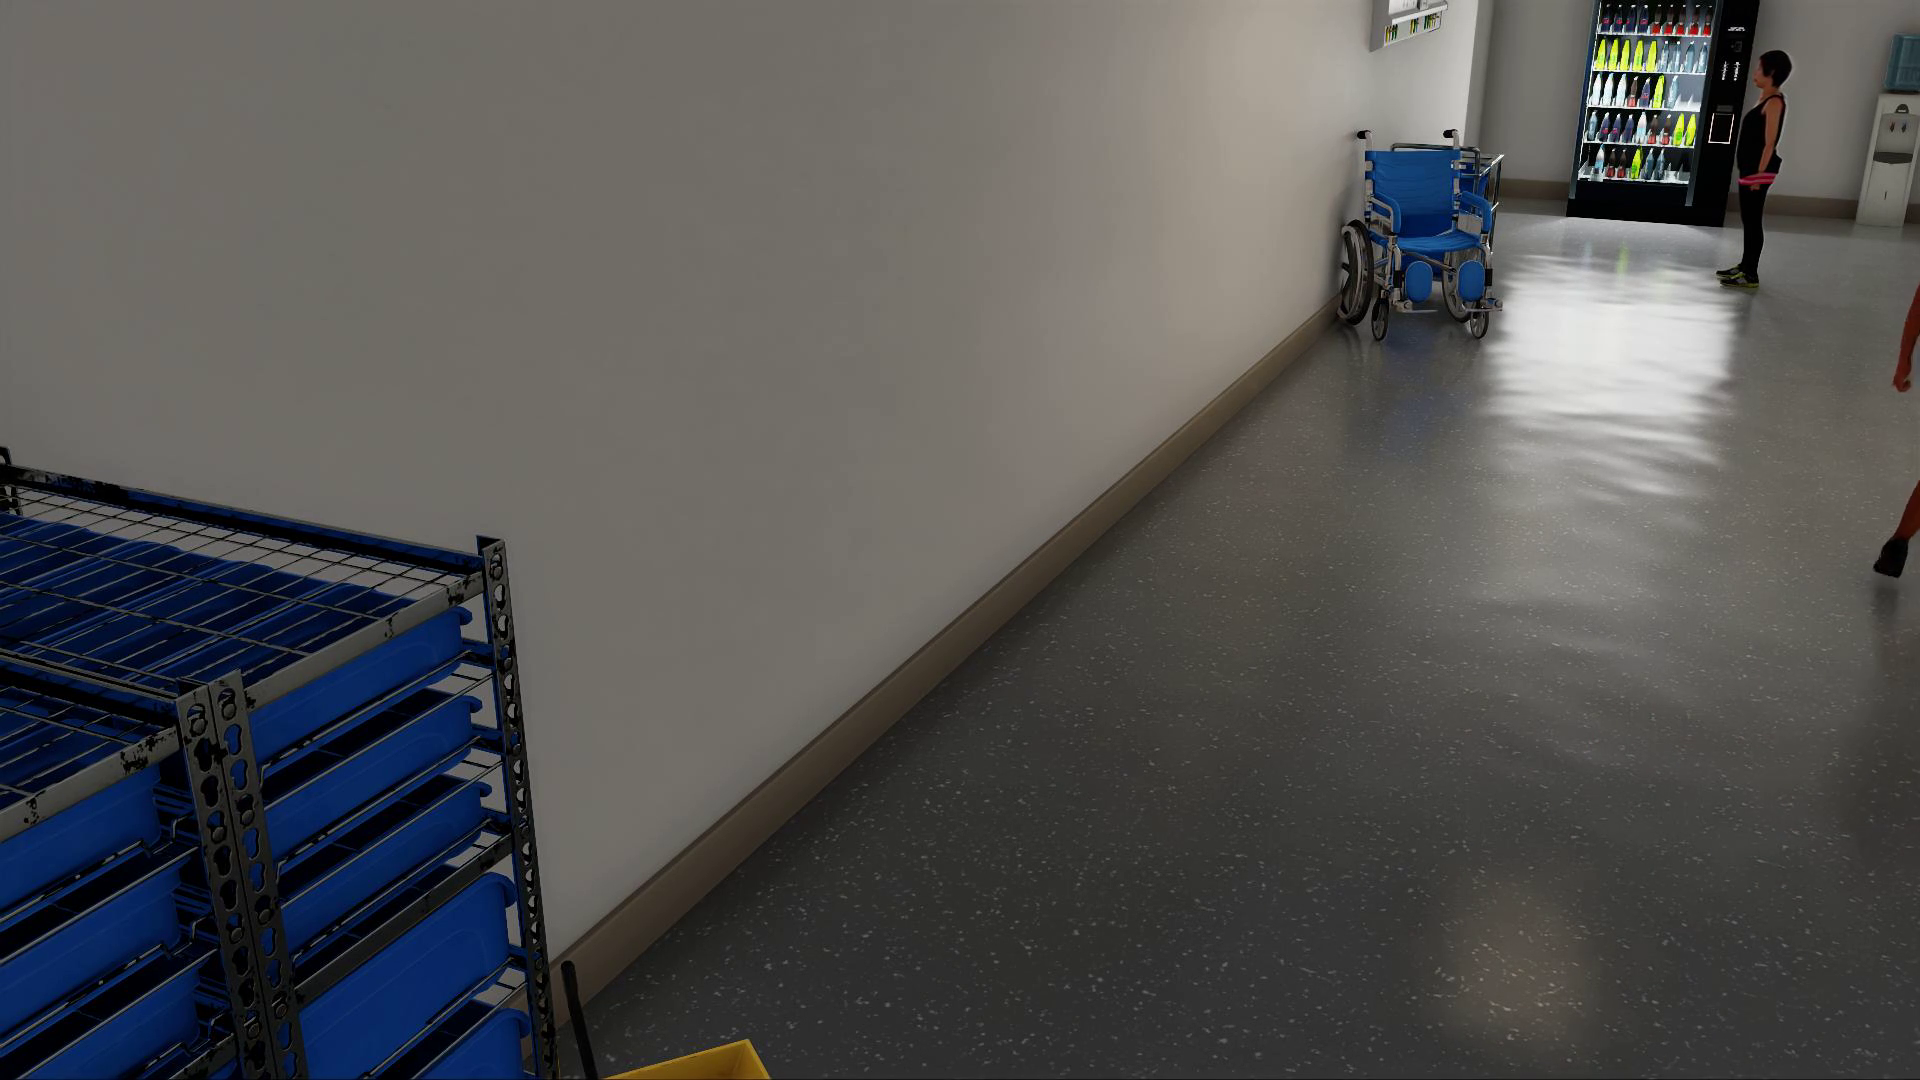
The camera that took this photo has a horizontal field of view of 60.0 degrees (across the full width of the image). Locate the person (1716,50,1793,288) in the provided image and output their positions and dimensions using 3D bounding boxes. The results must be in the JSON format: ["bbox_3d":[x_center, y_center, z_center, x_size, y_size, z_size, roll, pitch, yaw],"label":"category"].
[{"bbox_3d":[5.385,-2.503,11.219,0.518,1.552,0.556,7,22,19],"label":"person"}]

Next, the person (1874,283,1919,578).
[{"bbox_3d":[3.860,-0.672,6.278,0.976,1.628,1.115,-15,25,-35],"label":"person"}]
